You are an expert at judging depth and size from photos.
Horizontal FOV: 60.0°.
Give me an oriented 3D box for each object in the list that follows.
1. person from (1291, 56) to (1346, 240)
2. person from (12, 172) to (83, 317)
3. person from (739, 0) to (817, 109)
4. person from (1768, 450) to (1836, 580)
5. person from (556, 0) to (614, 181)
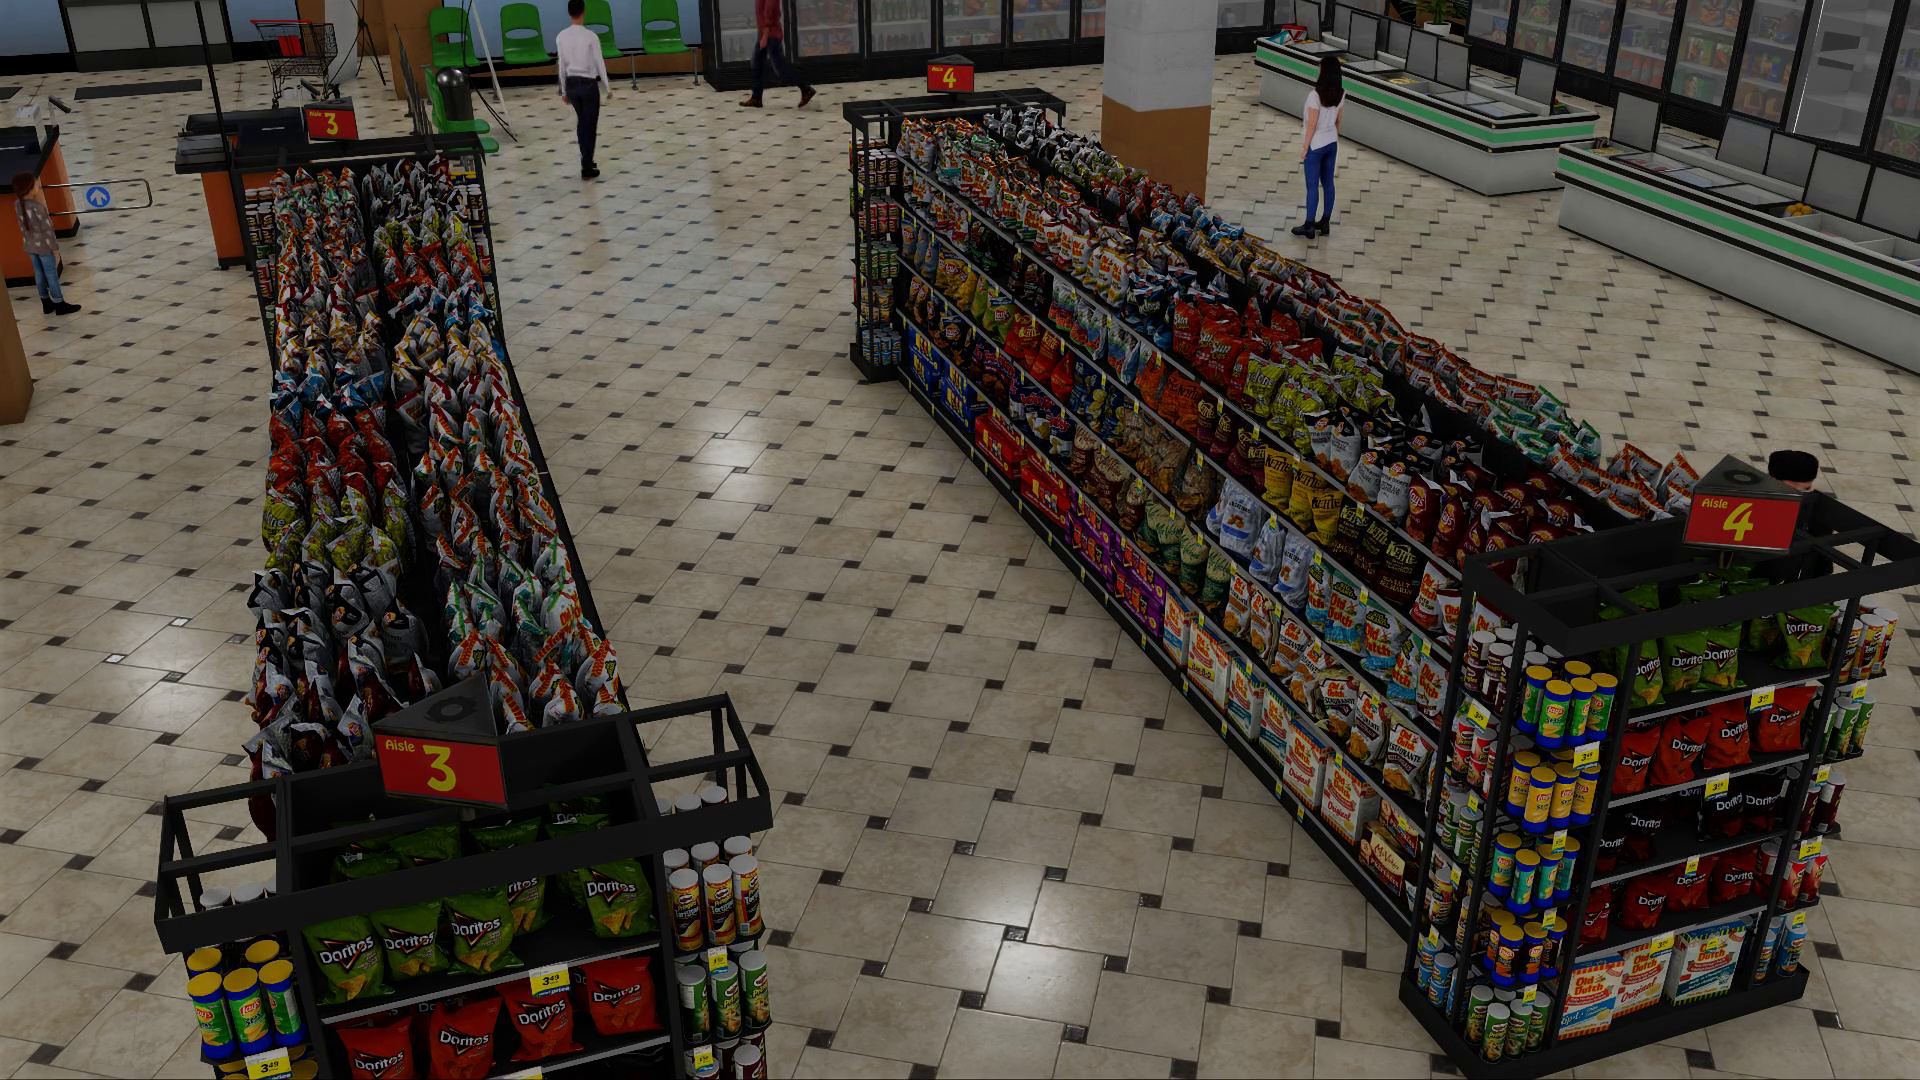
[{"bbox_3d":[3.399,-3.684,15.655,0.654,1.685,0.607,-18,32,-31],"label":"person"},{"bbox_3d":[-7.625,-2.454,13.771,0.555,1.194,0.612,11,29,21],"label":"person"},{"bbox_3d":[-2.250,-6.212,20.518,0.838,1.794,1.150,-6,28,-12],"label":"person"},{"bbox_3d":[3.699,0.327,7.794,0.825,1.641,1.070,-4,27,-7],"label":"person"},{"bbox_3d":[-4.013,-4.717,17.512,0.822,1.847,0.898,8,28,15],"label":"person"}]
